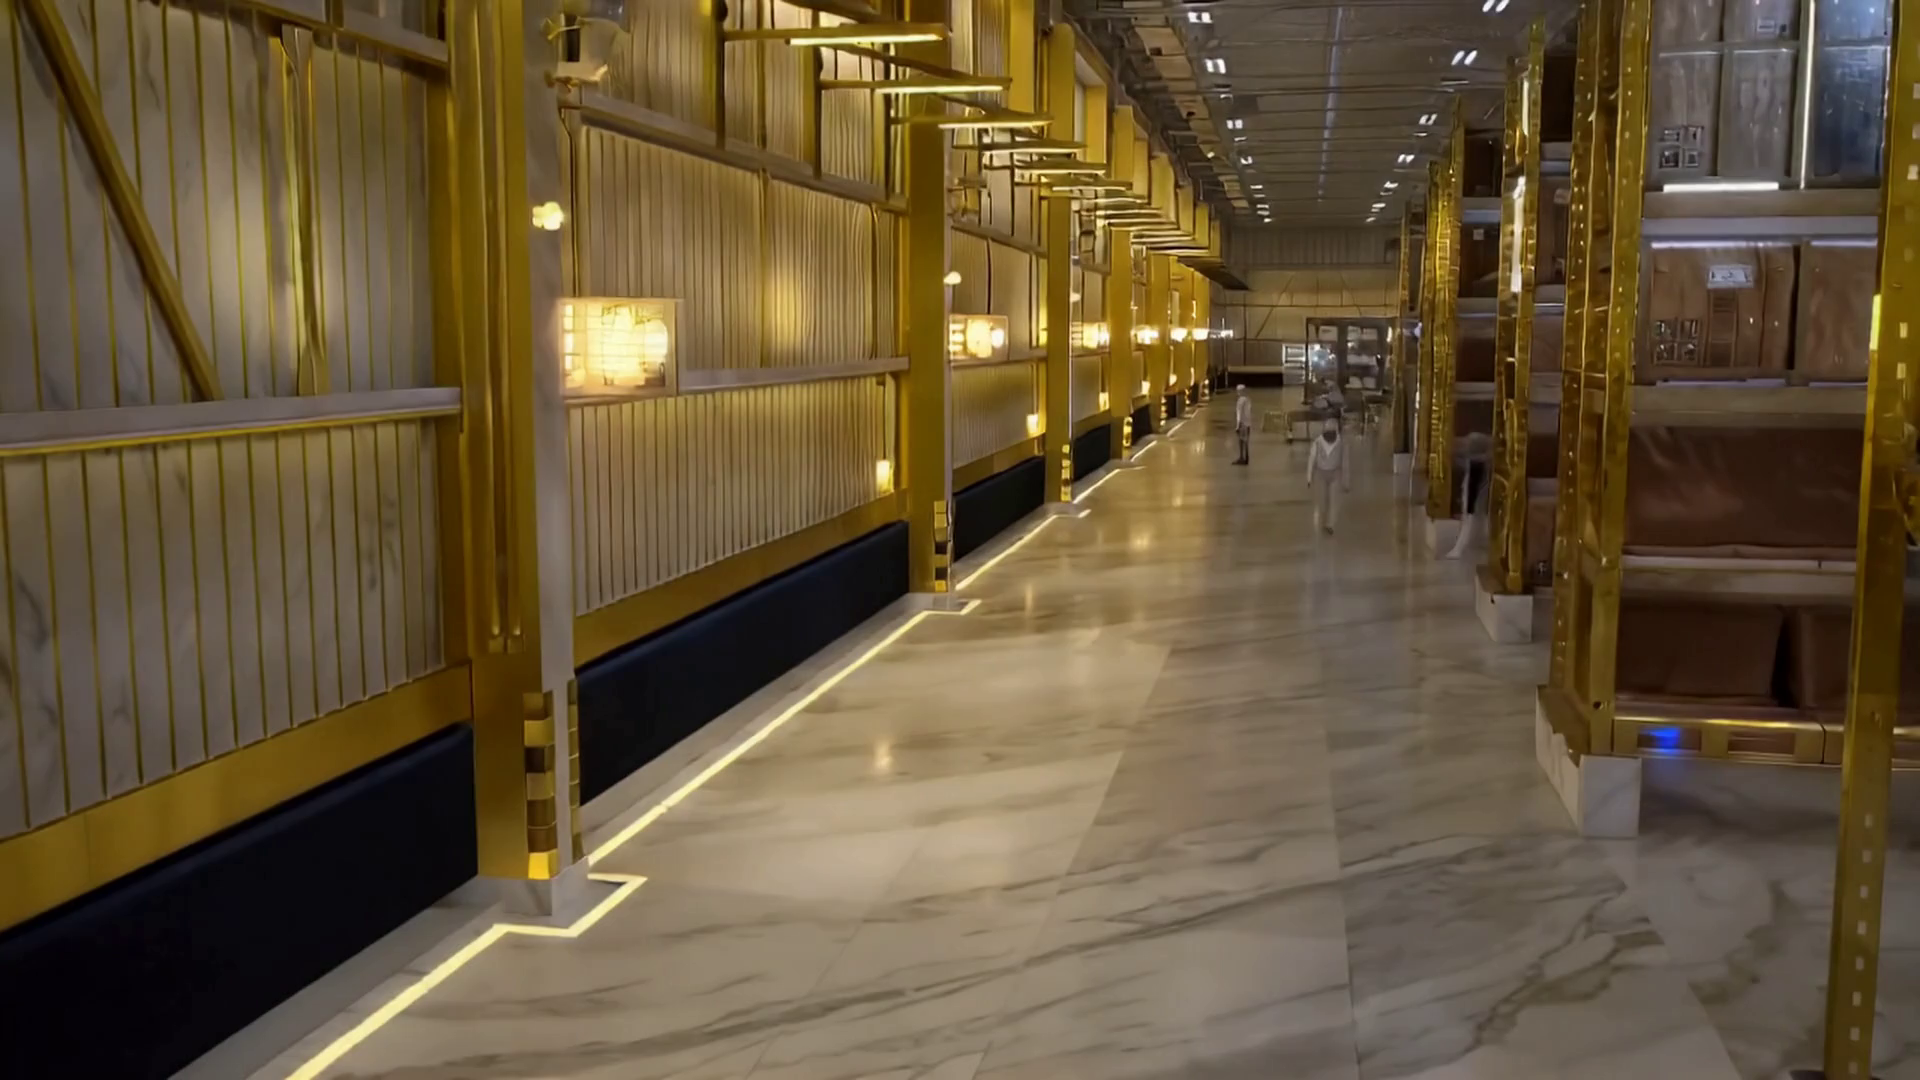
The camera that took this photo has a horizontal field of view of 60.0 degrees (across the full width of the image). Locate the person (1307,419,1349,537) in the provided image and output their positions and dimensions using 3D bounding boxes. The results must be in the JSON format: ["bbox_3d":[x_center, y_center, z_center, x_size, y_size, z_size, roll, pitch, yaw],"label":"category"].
[{"bbox_3d":[5.638,-0.962,25.482,0.602,1.784,0.954,3,8,21],"label":"person"}]

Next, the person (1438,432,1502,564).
[{"bbox_3d":[6.879,-0.534,22.062,0.938,1.792,0.647,3,8,25],"label":"person"}]

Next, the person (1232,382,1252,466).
[{"bbox_3d":[6.542,-2.686,38.614,0.340,1.941,0.551,6,9,39],"label":"person"}]

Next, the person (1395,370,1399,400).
[{"bbox_3d":[15.820,-5.244,59.668,0.626,1.798,0.506,-5,9,-37],"label":"person"}]
